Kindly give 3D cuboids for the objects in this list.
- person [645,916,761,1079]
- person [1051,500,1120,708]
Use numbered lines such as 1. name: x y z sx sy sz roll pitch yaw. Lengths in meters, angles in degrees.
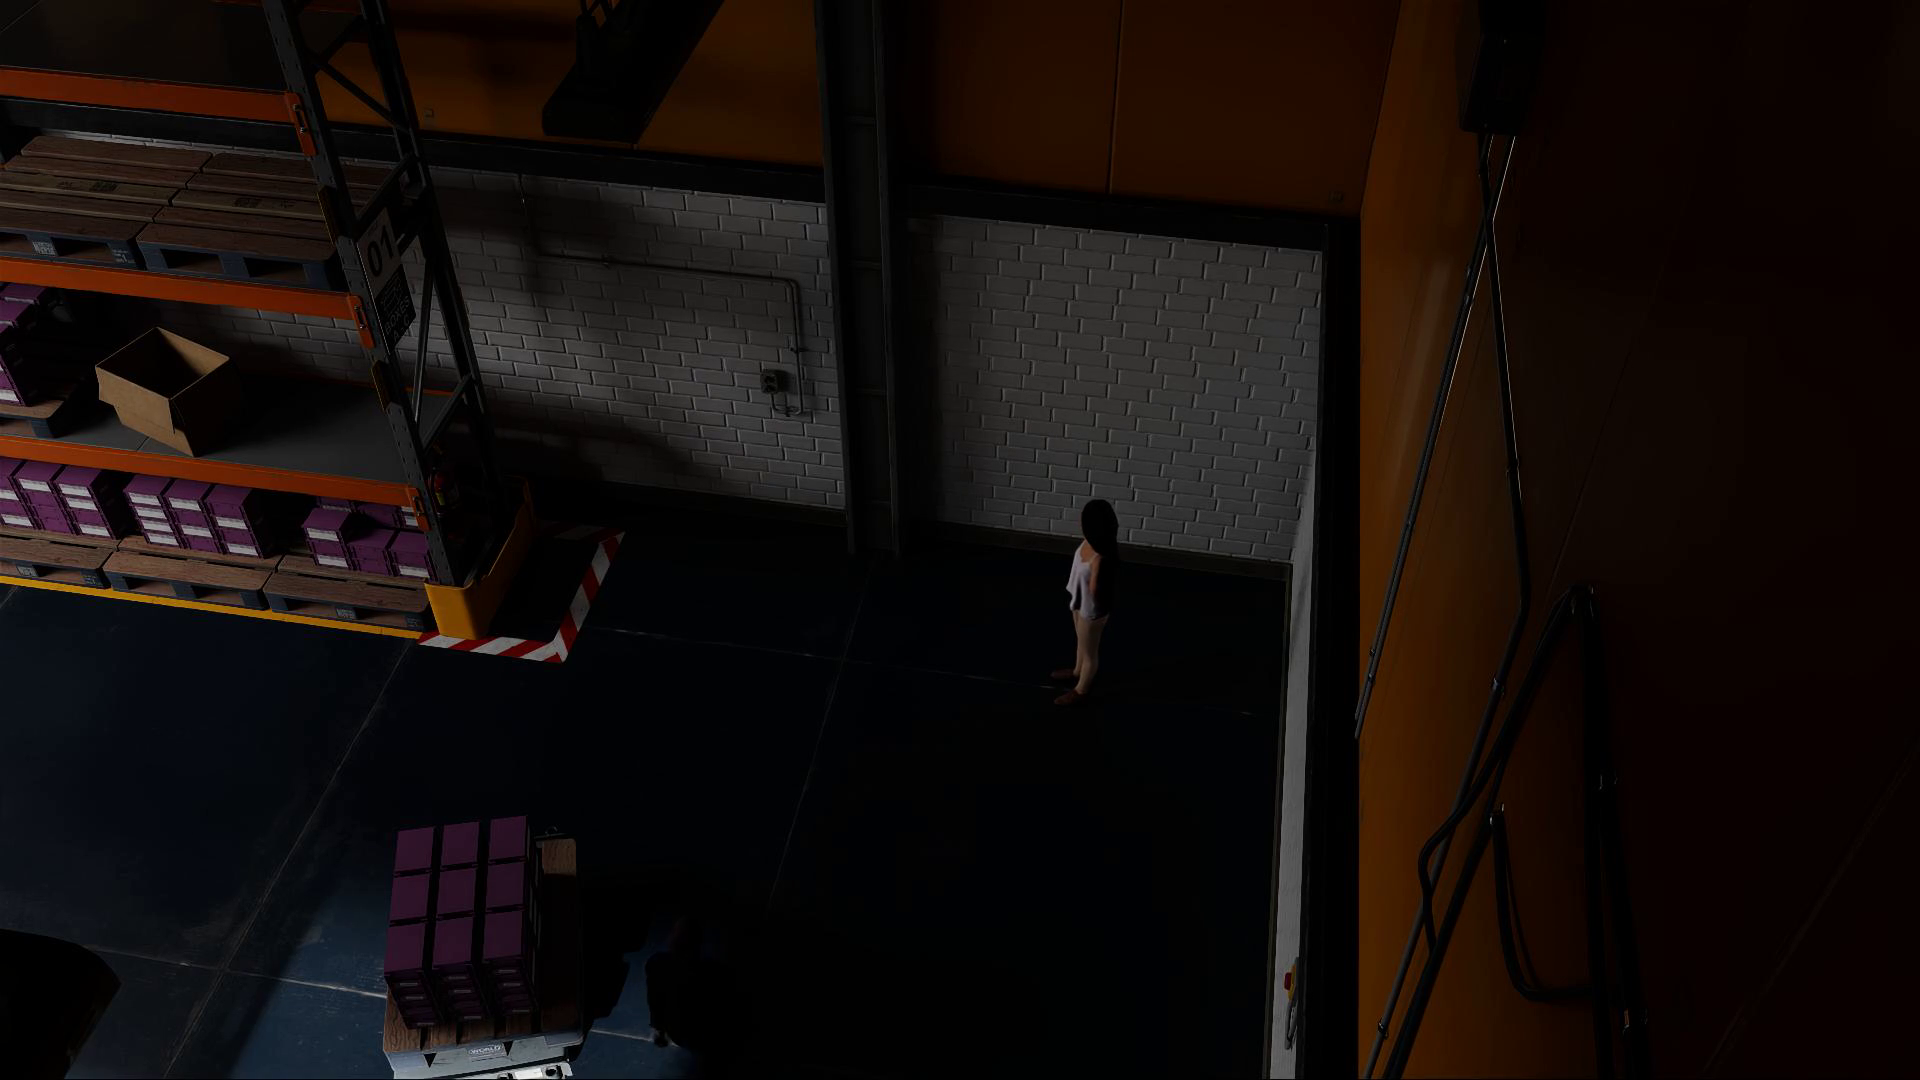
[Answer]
1. person: -1.322 2.544 8.370 1.117 1.713 0.793 11 45 11
2. person: 0.849 0.392 10.671 0.610 1.654 0.675 6 44 6
